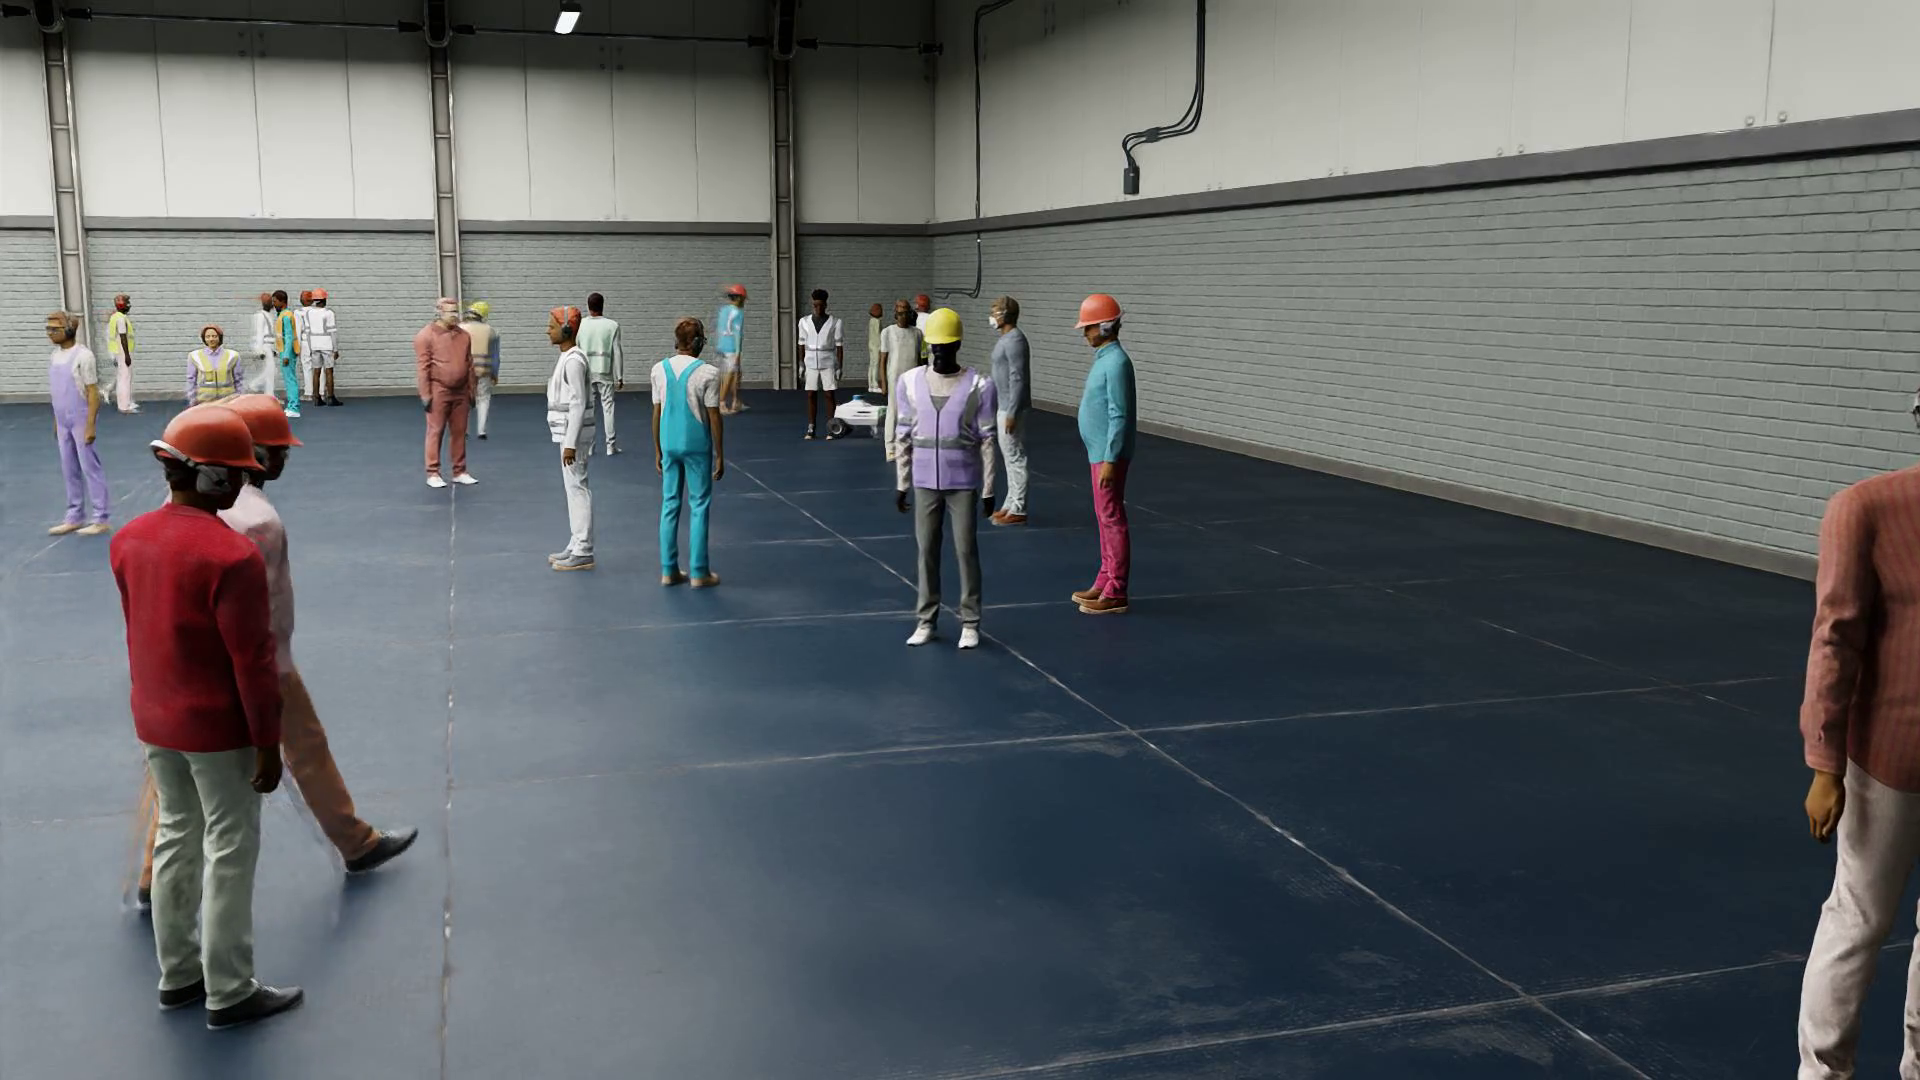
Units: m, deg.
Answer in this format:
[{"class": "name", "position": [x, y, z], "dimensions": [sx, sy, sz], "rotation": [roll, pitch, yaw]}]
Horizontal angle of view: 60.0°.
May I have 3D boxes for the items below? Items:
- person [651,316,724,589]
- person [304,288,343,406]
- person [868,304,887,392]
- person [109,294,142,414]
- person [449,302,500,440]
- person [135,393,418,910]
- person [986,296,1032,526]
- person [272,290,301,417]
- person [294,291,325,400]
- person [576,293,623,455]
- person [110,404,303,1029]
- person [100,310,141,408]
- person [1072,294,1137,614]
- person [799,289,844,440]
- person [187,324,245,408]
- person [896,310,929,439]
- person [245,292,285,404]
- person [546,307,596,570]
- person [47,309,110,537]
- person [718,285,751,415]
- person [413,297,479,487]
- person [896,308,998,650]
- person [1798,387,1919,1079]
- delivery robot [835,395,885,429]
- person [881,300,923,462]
[{"class": "person", "position": [-1.824, -0.582, 11.193], "dimensions": [0.518, 1.835, 0.352], "rotation": [3, 9, 17]}, {"class": "person", "position": [-10.429, -3.153, 27.237], "dimensions": [0.545, 1.943, 0.347], "rotation": [2, 9, 13]}, {"class": "person", "position": [-1.539, -3.530, 30.617], "dimensions": [0.284, 1.634, 0.498], "rotation": [-3, 9, -19]}, {"class": "person", "position": [-12.932, -2.862, 25.687], "dimensions": [0.375, 1.843, 0.575], "rotation": [-6, 11, -34]}, {"class": "person", "position": [-6.262, -2.160, 21.421], "dimensions": [0.692, 1.793, 0.407], "rotation": [-4, 10, -23]}, {"class": "person", "position": [-2.369, 0.361, 5.586], "dimensions": [0.577, 1.700, 0.915], "rotation": [8, 12, 41]}, {"class": "person", "position": [0.423, -1.084, 14.046], "dimensions": [0.374, 1.939, 0.629], "rotation": [0, 9, -3]}, {"class": "person", "position": [-10.176, -2.812, 25.146], "dimensions": [0.392, 1.916, 0.591], "rotation": [-4, 10, -26]}, {"class": "person", "position": [-11.183, -3.339, 28.606], "dimensions": [0.346, 1.882, 0.584], "rotation": [6, 11, 34]}, {"class": "person", "position": [-4.294, -1.961, 19.713], "dimensions": [0.600, 1.916, 0.376], "rotation": [0, 9, -2]}, {"class": "person", "position": [-2.081, 0.491, 4.645], "dimensions": [0.574, 1.738, 0.352], "rotation": [5, 10, 29]}, {"class": "person", "position": [-13.645, -2.941, 26.924], "dimensions": [0.598, 1.622, 0.526], "rotation": [-1, 9, -4]}, {"class": "person", "position": [0.901, -0.533, 10.387], "dimensions": [0.393, 1.985, 0.611], "rotation": [0, 9, -2]}, {"class": "person", "position": [-1.802, -2.268, 21.585], "dimensions": [0.603, 1.948, 0.370], "rotation": [2, 9, 10]}, {"class": "person", "position": [-7.405, -1.331, 16.577], "dimensions": [0.523, 1.638, 0.310], "rotation": [-4, 10, -26]}, {"class": "person", "position": [-0.637, -2.064, 21.085], "dimensions": [0.533, 1.692, 0.319], "rotation": [3, 9, 18]}, {"class": "person", "position": [-11.581, -3.173, 27.609], "dimensions": [0.550, 1.867, 0.615], "rotation": [-2, 9, -11]}, {"class": "person", "position": [-2.796, -0.725, 11.939], "dimensions": [0.355, 1.882, 0.575], "rotation": [-3, 9, -16]}, {"class": "person", "position": [-7.165, -0.944, 13.460], "dimensions": [0.515, 1.842, 0.329], "rotation": [5, 10, 29]}, {"class": "person", "position": [-3.510, -2.921, 25.635], "dimensions": [0.783, 1.980, 0.628], "rotation": [-6, 11, -36]}, {"class": "person", "position": [-5.143, -1.478, 16.713], "dimensions": [0.395, 1.900, 0.648], "rotation": [7, 11, 36]}, {"class": "person", "position": [-0.080, -0.336, 9.350], "dimensions": [0.590, 1.919, 0.397], "rotation": [3, 9, 18]}, {"class": "person", "position": [2.218, 0.503, 3.759], "dimensions": [0.623, 1.986, 0.397], "rotation": [-1, 9, -5]}, {"class": "delivery robot", "position": [-1.350, -1.659, 21.816], "dimensions": [0.707, 0.478, 0.477], "rotation": [1, 9, 7]}, {"class": "person", "position": [-0.654, -1.809, 18.976], "dimensions": [0.517, 1.841, 0.325], "rotation": [-3, 10, -21]}]
